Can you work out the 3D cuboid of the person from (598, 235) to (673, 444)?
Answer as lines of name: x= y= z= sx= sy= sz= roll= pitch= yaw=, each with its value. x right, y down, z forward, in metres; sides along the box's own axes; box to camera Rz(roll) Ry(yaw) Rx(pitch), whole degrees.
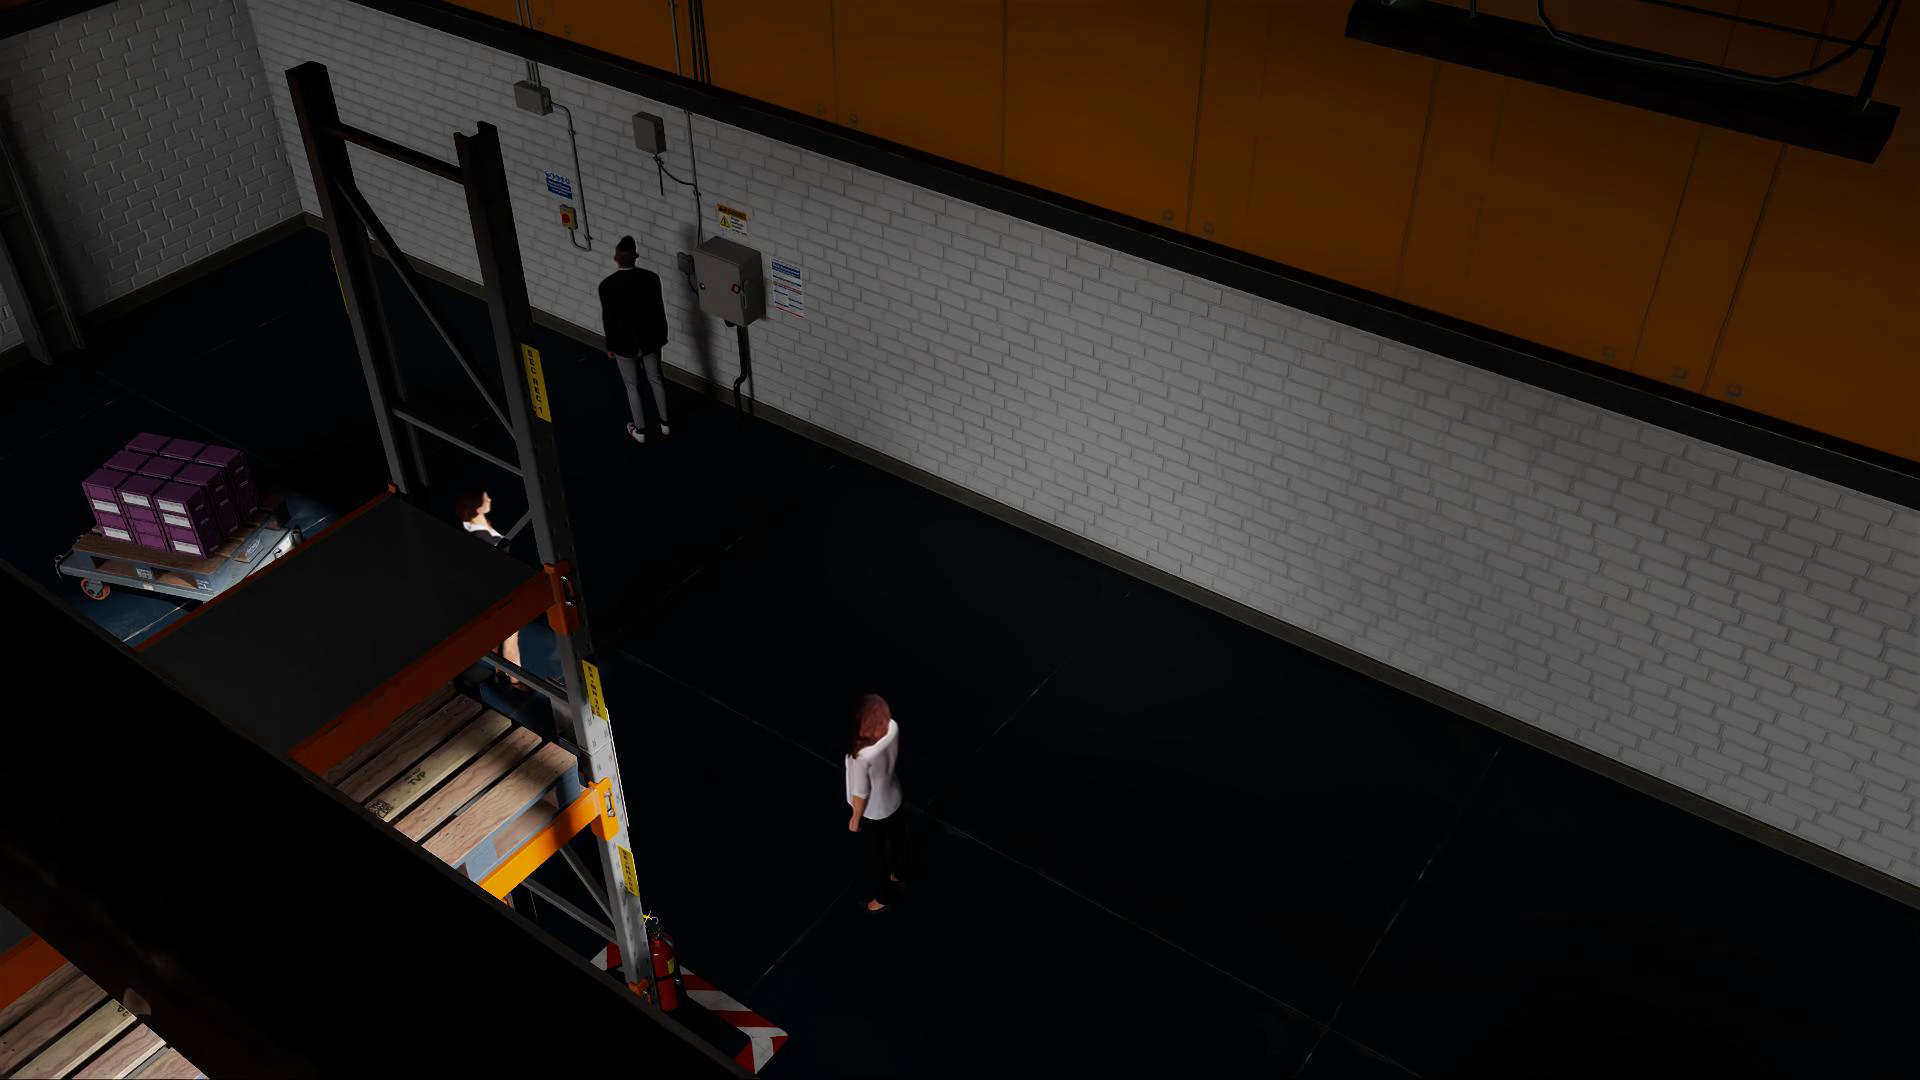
person: x=-2.750 y=-1.725 z=14.150 sx=0.712 sy=1.949 sz=0.857 roll=-18 pitch=42 yaw=-21

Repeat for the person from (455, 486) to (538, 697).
person: x=-3.262 y=0.371 z=11.650 sx=0.545 sy=1.795 sz=0.619 roll=-31 pitch=48 yaw=-33

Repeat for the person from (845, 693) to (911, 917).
person: x=-0.486 y=1.612 z=10.097 sx=0.677 sy=1.794 sz=0.466 roll=21 pitch=43 yaw=24
